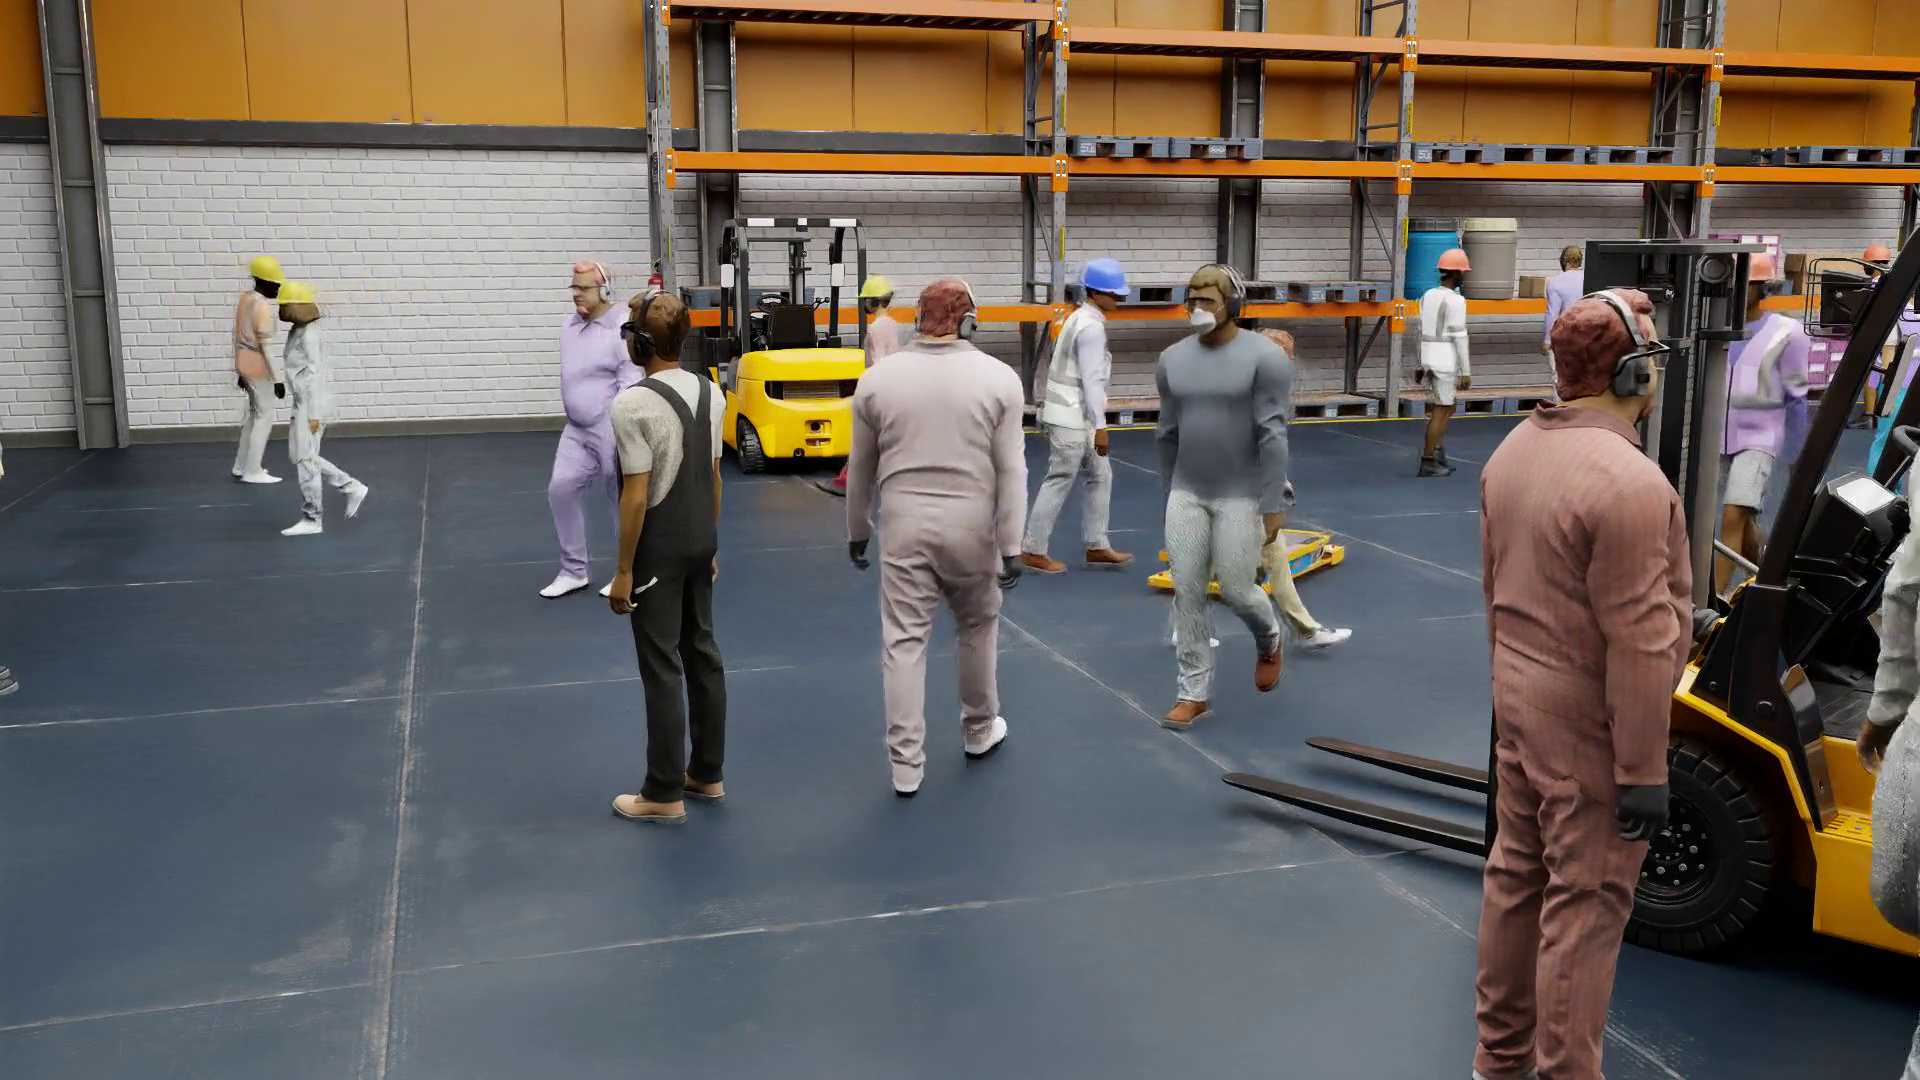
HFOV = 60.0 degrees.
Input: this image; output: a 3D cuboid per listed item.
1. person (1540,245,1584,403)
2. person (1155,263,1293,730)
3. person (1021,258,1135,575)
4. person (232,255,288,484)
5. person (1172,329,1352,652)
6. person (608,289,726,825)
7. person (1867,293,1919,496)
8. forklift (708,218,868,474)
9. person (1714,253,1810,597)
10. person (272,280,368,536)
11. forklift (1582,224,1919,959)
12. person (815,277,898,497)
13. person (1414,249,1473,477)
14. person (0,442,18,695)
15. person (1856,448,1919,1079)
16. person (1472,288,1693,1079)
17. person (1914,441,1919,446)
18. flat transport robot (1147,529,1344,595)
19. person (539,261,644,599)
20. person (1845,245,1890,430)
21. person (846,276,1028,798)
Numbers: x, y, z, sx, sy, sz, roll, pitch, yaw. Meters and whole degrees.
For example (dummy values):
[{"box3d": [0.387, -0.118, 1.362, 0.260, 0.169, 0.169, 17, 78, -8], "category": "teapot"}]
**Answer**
[{"box3d": [6.308, -2.080, 17.255, 0.630, 1.938, 0.366, -4, 11, -19], "category": "person"}, {"box3d": [1.105, -0.188, 6.942, 0.636, 1.919, 0.675, 8, 13, 36], "category": "person"}, {"box3d": [0.729, -0.717, 9.885, 0.837, 1.893, 0.633, 1, 10, 4], "category": "person"}, {"box3d": [-5.716, -1.387, 13.622, 0.455, 1.874, 0.664, -8, 13, -36], "category": "person"}, {"box3d": [1.453, -0.227, 8.045, 0.877, 1.575, 0.525, 1, 10, 4], "category": "person"}, {"box3d": [-1.018, 0.063, 5.766, 0.345, 1.847, 0.507, 6, 12, 30], "category": "person"}, {"box3d": [6.734, -1.052, 11.899, 0.563, 1.837, 0.389, -7, 13, -35], "category": "person"}, {"box3d": [-1.522, -1.778, 14.899, 1.214, 2.155, 2.313, -3, 11, -17], "category": "forklift"}, {"box3d": [4.024, -0.517, 8.586, 1.062, 1.990, 0.628, -7, 13, -35], "category": "person"}, {"box3d": [-4.400, -0.905, 11.364, 0.526, 1.729, 0.496, -6, 12, -31], "category": "person"}, {"box3d": [2.909, 0.117, 4.508, 2.313, 2.155, 1.214, 9, 14, 40], "category": "forklift"}, {"box3d": [-0.636, -1.162, 12.832, 0.933, 1.710, 0.537, 3, 11, 18], "category": "person"}, {"box3d": [4.122, -1.477, 13.996, 0.566, 1.918, 0.581, -3, 11, -14], "category": "person"}, {"box3d": [-4.440, -0.211, 7.336, 0.403, 1.825, 0.595, -8, 13, -36], "category": "person"}, {"box3d": [2.243, 0.450, 3.496, 0.634, 1.901, 0.702, -1, 10, -4], "category": "person"}, {"box3d": [1.392, 0.409, 3.687, 0.409, 1.913, 0.649, -1, 10, -8], "category": "person"}, {"box3d": [5.708, -0.572, 9.283, 0.966, 1.847, 0.592, -4, 11, -21], "category": "person"}, {"box3d": [1.720, 0.103, 9.860, 0.652, 0.197, 1.431, 7, 12, 32], "category": "flat transport robot"}, {"box3d": [-2.061, -0.589, 9.212, 0.687, 1.880, 0.719, 7, 13, 35], "category": "person"}, {"box3d": [9.581, -2.127, 17.519, 0.551, 1.934, 0.373, -9, 14, -41], "category": "person"}, {"box3d": [-0.068, -0.038, 6.226, 0.692, 1.874, 0.852, 2, 10, 10], "category": "person"}]
